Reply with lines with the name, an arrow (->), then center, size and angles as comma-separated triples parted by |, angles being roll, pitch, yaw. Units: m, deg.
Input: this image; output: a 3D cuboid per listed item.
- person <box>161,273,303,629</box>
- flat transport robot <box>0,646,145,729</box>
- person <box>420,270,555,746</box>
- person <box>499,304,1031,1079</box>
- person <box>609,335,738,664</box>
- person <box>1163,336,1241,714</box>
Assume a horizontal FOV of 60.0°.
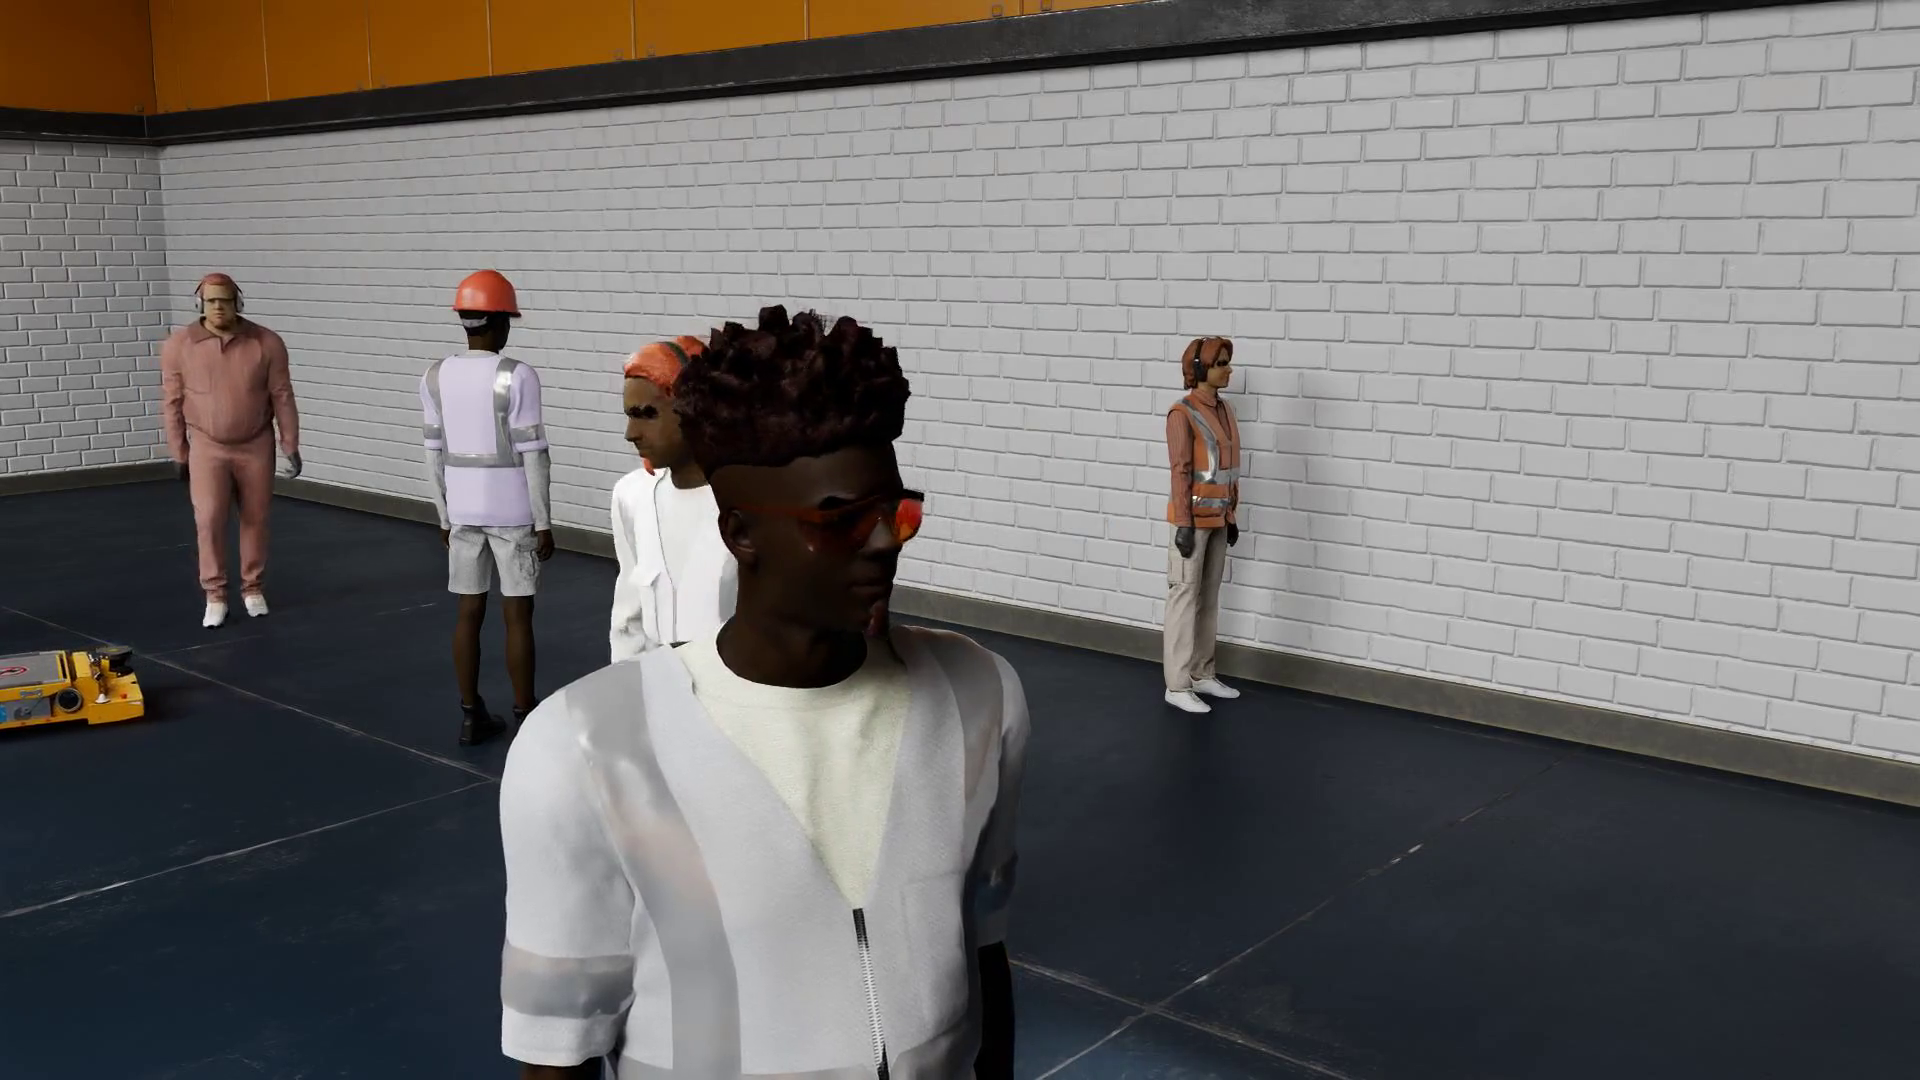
person -> -3.895, -0.479, 8.952 | 0.660, 1.885, 0.709 | -5, 11, -27
flat transport robot -> -4.250, 0.673, 6.987 | 1.431, 0.197, 0.652 | -6, 11, -29
person -> -1.876, -0.113, 6.721 | 0.542, 1.936, 0.362 | 3, 10, 17
person -> -0.170, 0.740, 1.793 | 0.614, 1.958, 0.361 | -6, 12, -32
person -> -0.508, 0.447, 3.841 | 0.625, 1.834, 1.012 | 8, 13, 38
person -> 1.068, -0.071, 7.335 | 0.308, 1.639, 0.514 | 7, 12, 33
